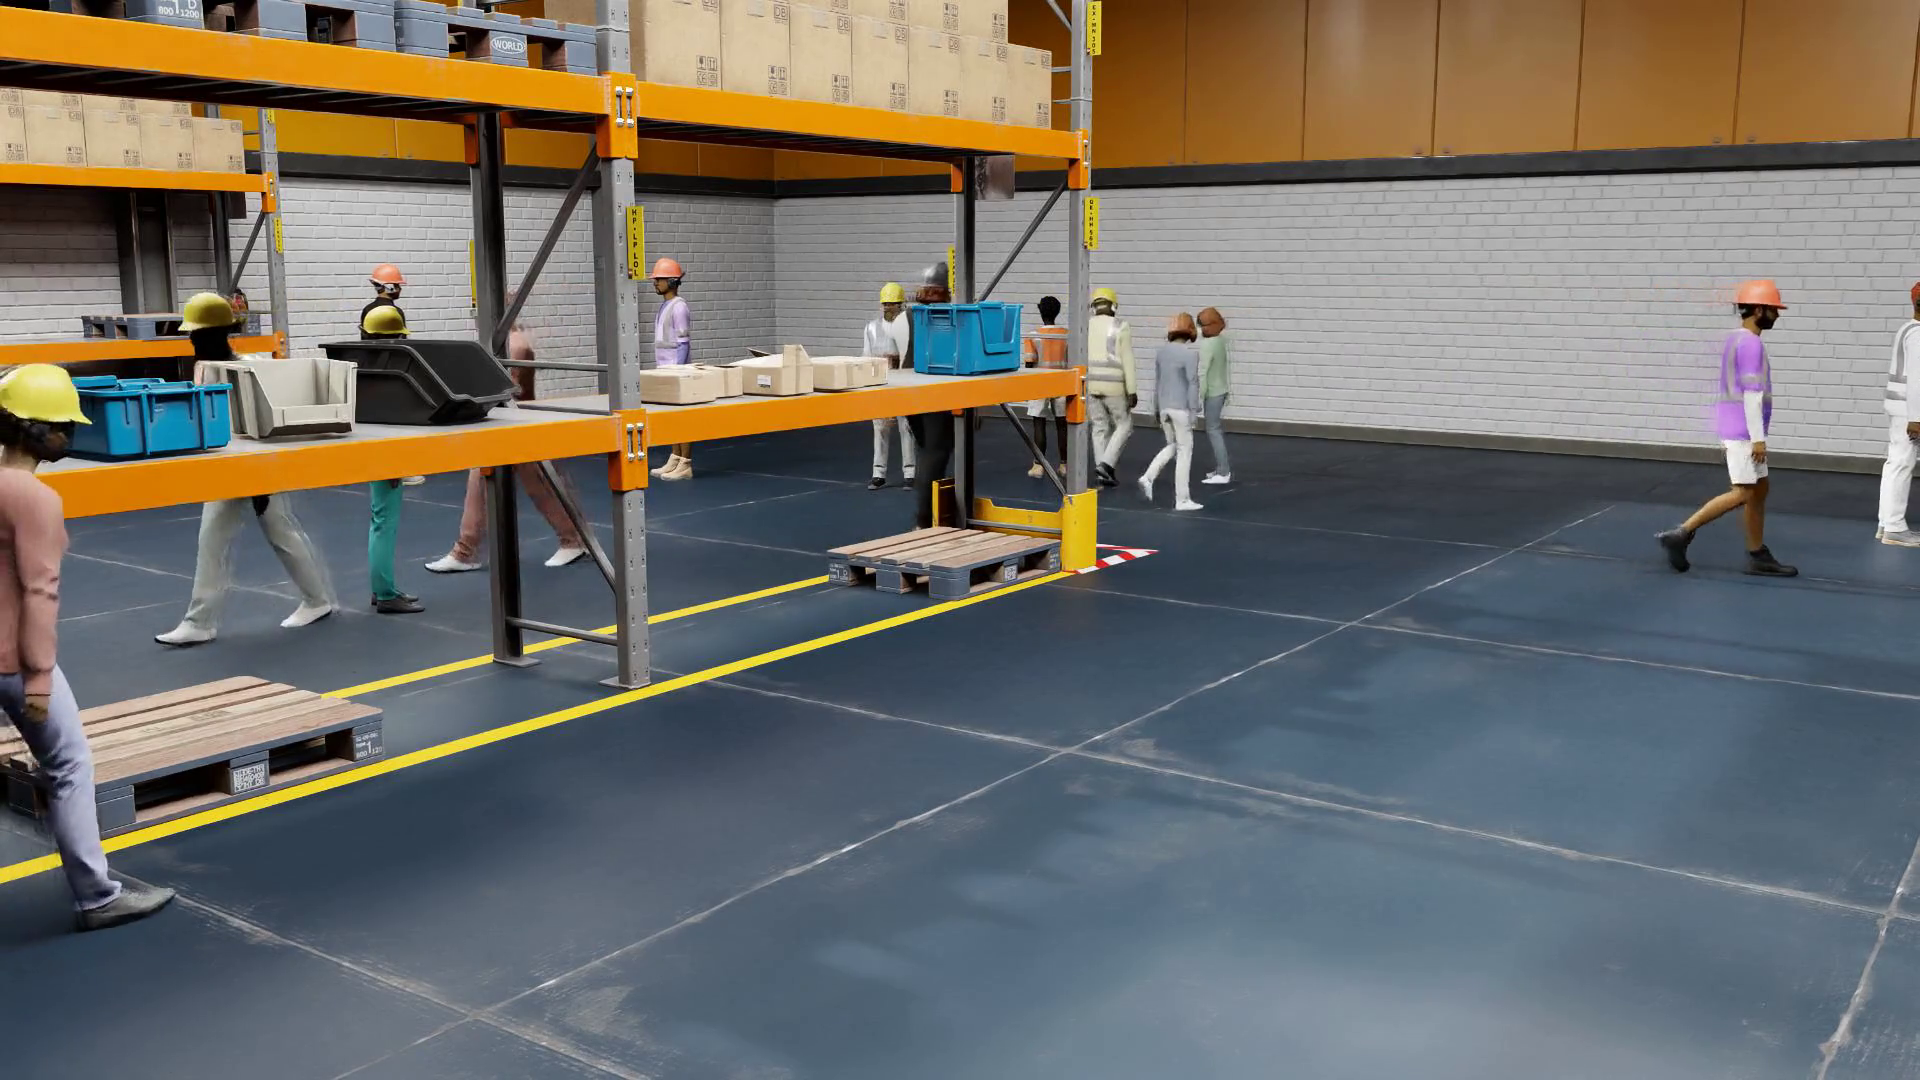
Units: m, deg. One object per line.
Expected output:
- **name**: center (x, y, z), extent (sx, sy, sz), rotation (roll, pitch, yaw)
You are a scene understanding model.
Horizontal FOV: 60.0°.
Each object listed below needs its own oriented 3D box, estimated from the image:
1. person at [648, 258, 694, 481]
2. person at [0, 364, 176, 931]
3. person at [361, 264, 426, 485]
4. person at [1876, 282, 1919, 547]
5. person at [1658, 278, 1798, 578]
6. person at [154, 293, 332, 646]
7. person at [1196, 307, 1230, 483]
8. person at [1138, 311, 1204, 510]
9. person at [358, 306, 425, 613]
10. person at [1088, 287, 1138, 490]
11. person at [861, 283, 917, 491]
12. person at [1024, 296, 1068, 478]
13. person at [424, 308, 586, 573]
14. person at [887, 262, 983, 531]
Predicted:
- **person**: center (-2.673, -1.568, 15.371), extent (0.374, 2.044, 0.606), rotation (-4, 10, -25)
- **person**: center (-2.774, 0.355, 4.883), extent (0.526, 1.719, 0.641), rotation (6, 11, 31)
- **person**: center (-5.140, -1.486, 15.035), extent (0.628, 1.991, 0.396), rotation (8, 12, 39)
- **person**: center (6.803, -0.903, 11.892), extent (0.358, 1.881, 0.574), rotation (4, 10, 24)
- **person**: center (4.952, -0.702, 10.589), extent (0.800, 1.916, 0.578), rotation (4, 10, 22)
- **person**: center (-3.833, -0.386, 8.900), extent (0.603, 1.860, 1.003), rotation (6, 11, 31)
- **person**: center (2.296, -1.302, 15.078), extent (0.348, 1.610, 0.541), rotation (4, 10, 24)
- **person**: center (1.712, -1.046, 13.509), extent (0.458, 1.618, 0.542), rotation (-6, 11, -31)
- **person**: center (-3.293, -0.462, 9.610), extent (0.312, 1.767, 0.533), rotation (-4, 10, -23)
- **person**: center (1.308, -1.328, 14.689), extent (0.660, 1.791, 0.477), rotation (8, 12, 39)
- **person**: center (-0.582, -1.343, 14.656), extent (0.603, 1.830, 0.404), rotation (2, 10, 10)
- **person**: center (0.832, -1.426, 15.548), extent (0.542, 1.697, 0.316), rotation (-3, 10, -19)
- **person**: center (-2.946, -0.707, 10.843), extent (1.035, 1.850, 0.648), rotation (-8, 12, -38)
- **person**: center (-0.095, -1.048, 12.280), extent (0.710, 2.000, 0.943), rotation (7, 12, 36)
